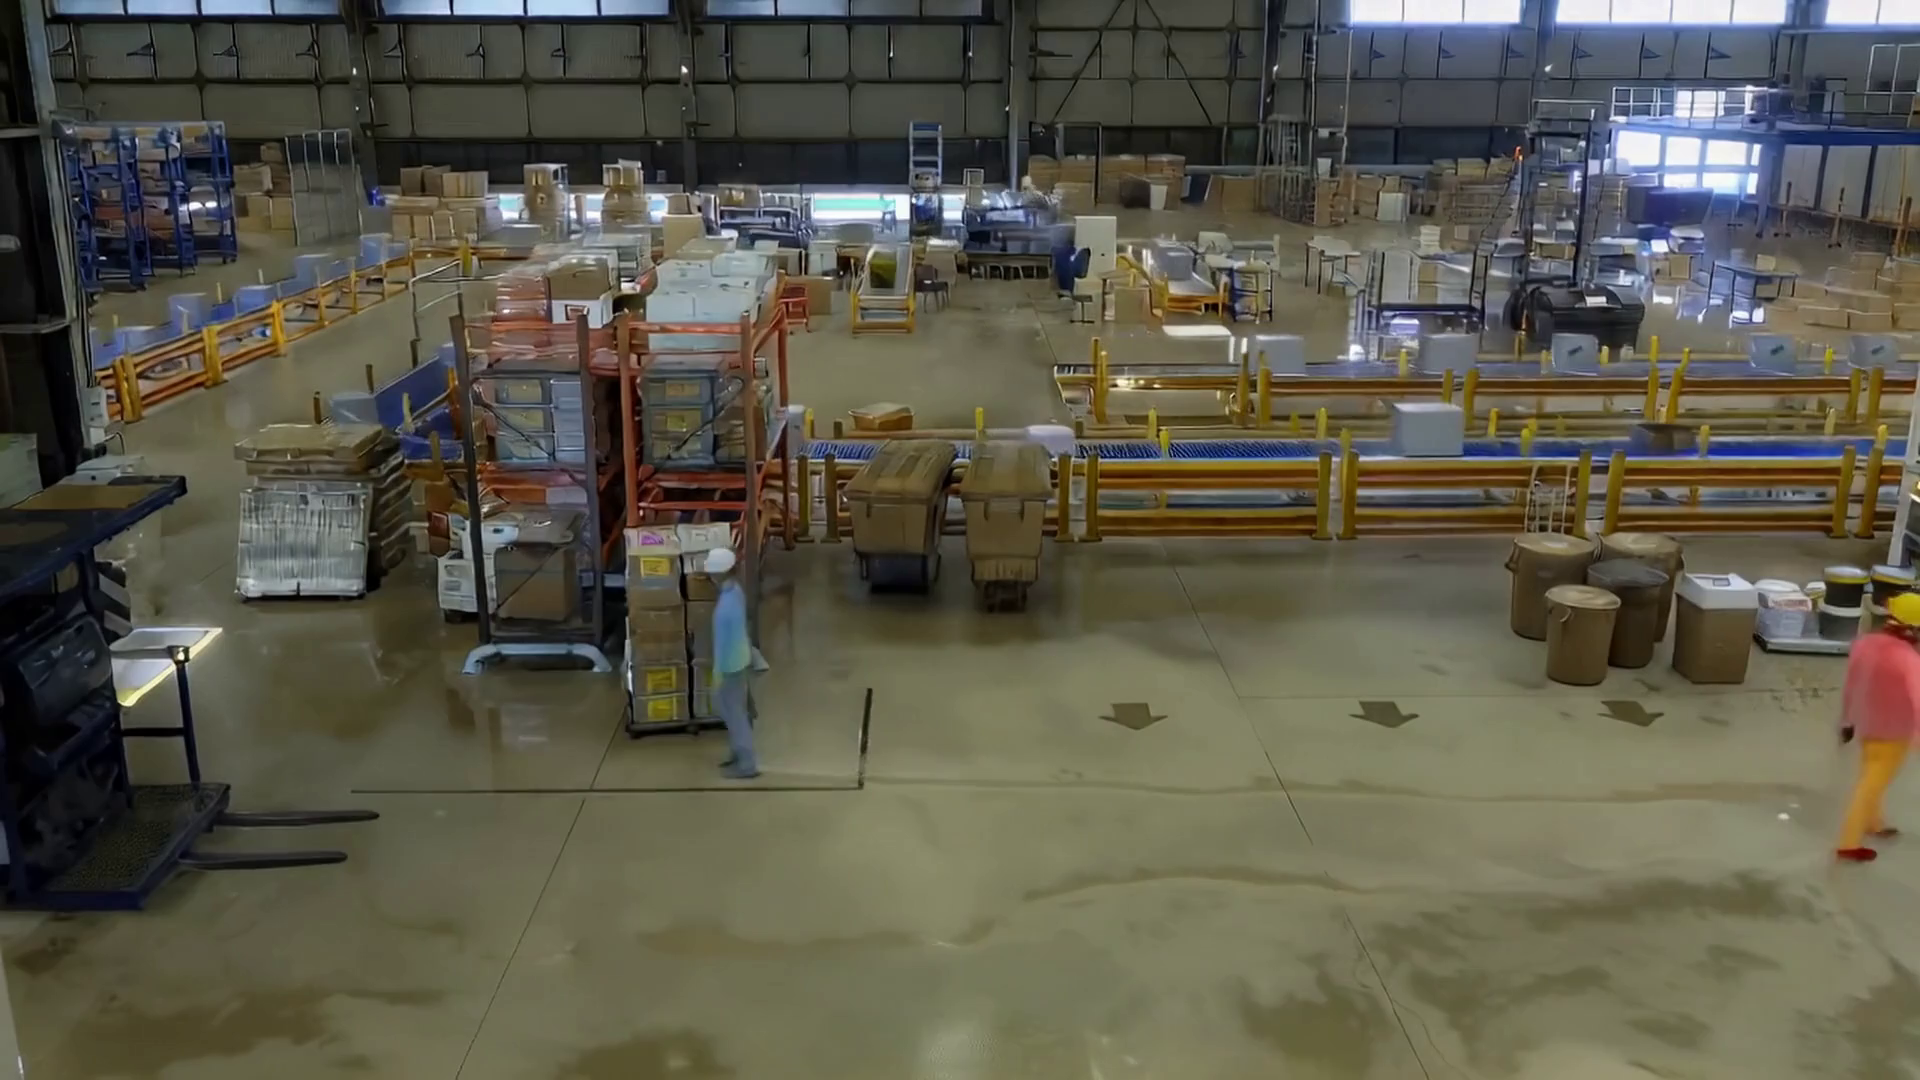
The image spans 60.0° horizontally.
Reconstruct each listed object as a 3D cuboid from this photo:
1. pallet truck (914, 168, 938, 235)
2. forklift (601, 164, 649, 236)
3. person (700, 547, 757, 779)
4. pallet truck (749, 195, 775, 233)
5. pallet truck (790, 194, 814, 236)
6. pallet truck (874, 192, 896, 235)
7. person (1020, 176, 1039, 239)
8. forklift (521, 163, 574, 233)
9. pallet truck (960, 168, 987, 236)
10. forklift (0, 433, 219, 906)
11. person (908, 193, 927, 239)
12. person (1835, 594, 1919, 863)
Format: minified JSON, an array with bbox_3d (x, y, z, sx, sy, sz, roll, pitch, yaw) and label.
[{"bbox_3d":[-0.989,-10.316,50.507,0.823,1.965,1.885,1,16,3],"label":"pallet truck"},{"bbox_3d":[-9.948,-10.127,49.296,1.157,1.987,2.680,-1,16,-3],"label":"forklift"},{"bbox_3d":[-1.679,0.893,11.991,0.451,1.752,0.542,0,16,0],"label":"person"},{"bbox_3d":[-6.051,-9.967,50.660,0.680,1.201,1.601,0,16,-1],"label":"pallet truck"},{"bbox_3d":[-4.814,-9.883,50.259,0.704,1.261,1.522,-1,16,-3],"label":"pallet truck"},{"bbox_3d":[-2.277,-9.986,50.594,0.653,1.274,1.630,0,16,-1],"label":"pallet truck"},{"bbox_3d":[1.938,-9.608,48.277,0.822,1.869,0.668,-6,17,-20],"label":"person"},{"bbox_3d":[-12.233,-10.122,49.298,1.157,1.987,2.680,0,16,-1],"label":"forklift"},{"bbox_3d":[0.383,-10.230,50.206,0.823,1.965,1.885,-1,16,-3],"label":"pallet truck"},{"bbox_3d":[-5.952,0.780,10.366,1.873,2.768,1.129,0,16,-1],"label":"forklift"},{"bbox_3d":[-1.175,-8.752,45.010,0.642,2.028,0.424,14,21,40],"label":"person"},{"bbox_3d":[6.054,1.227,10.733,0.722,1.806,0.615,-2,16,-6],"label":"person"}]
